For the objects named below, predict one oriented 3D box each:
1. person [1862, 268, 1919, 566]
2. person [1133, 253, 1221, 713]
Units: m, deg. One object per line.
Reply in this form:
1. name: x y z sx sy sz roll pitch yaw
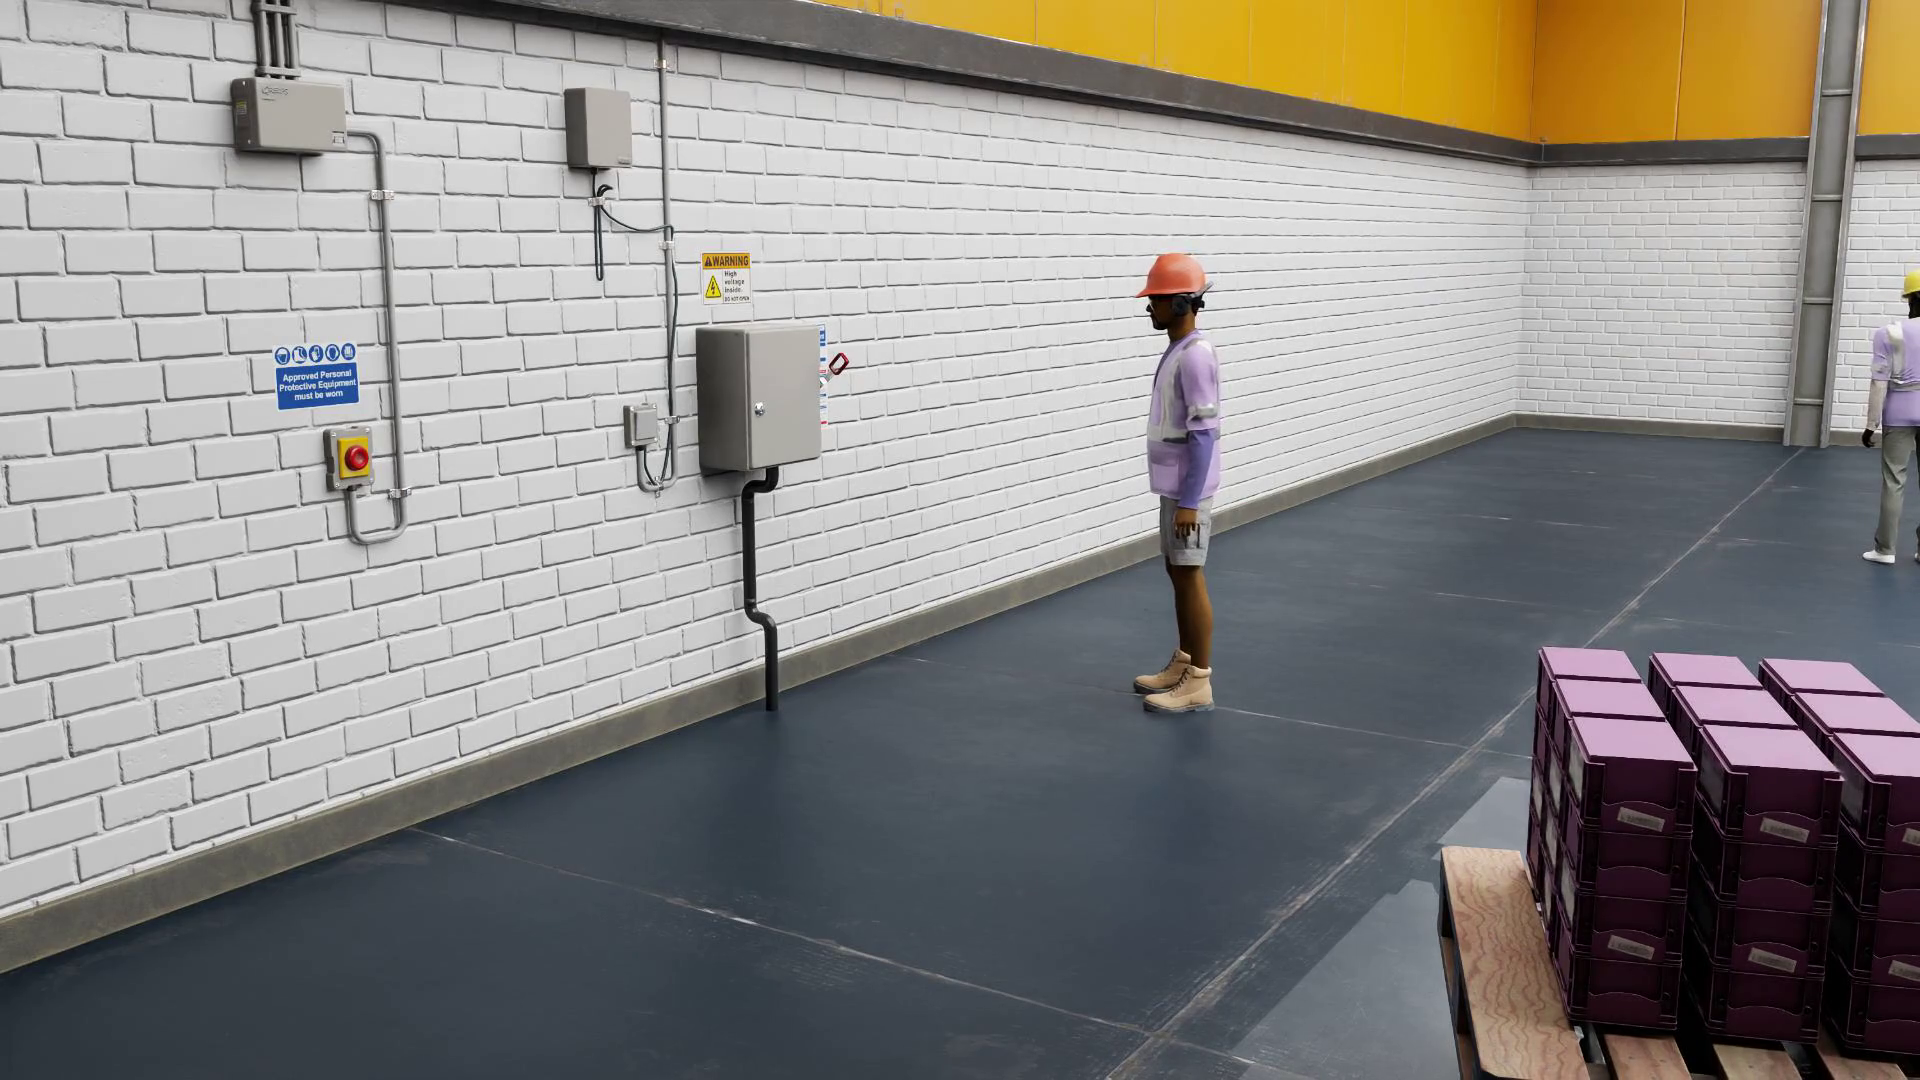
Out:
1. person: 6.151 -0.784 10.738 0.585 1.924 0.375 2 10 9
2. person: 0.958 -0.247 7.429 0.392 2.041 0.615 0 10 0
